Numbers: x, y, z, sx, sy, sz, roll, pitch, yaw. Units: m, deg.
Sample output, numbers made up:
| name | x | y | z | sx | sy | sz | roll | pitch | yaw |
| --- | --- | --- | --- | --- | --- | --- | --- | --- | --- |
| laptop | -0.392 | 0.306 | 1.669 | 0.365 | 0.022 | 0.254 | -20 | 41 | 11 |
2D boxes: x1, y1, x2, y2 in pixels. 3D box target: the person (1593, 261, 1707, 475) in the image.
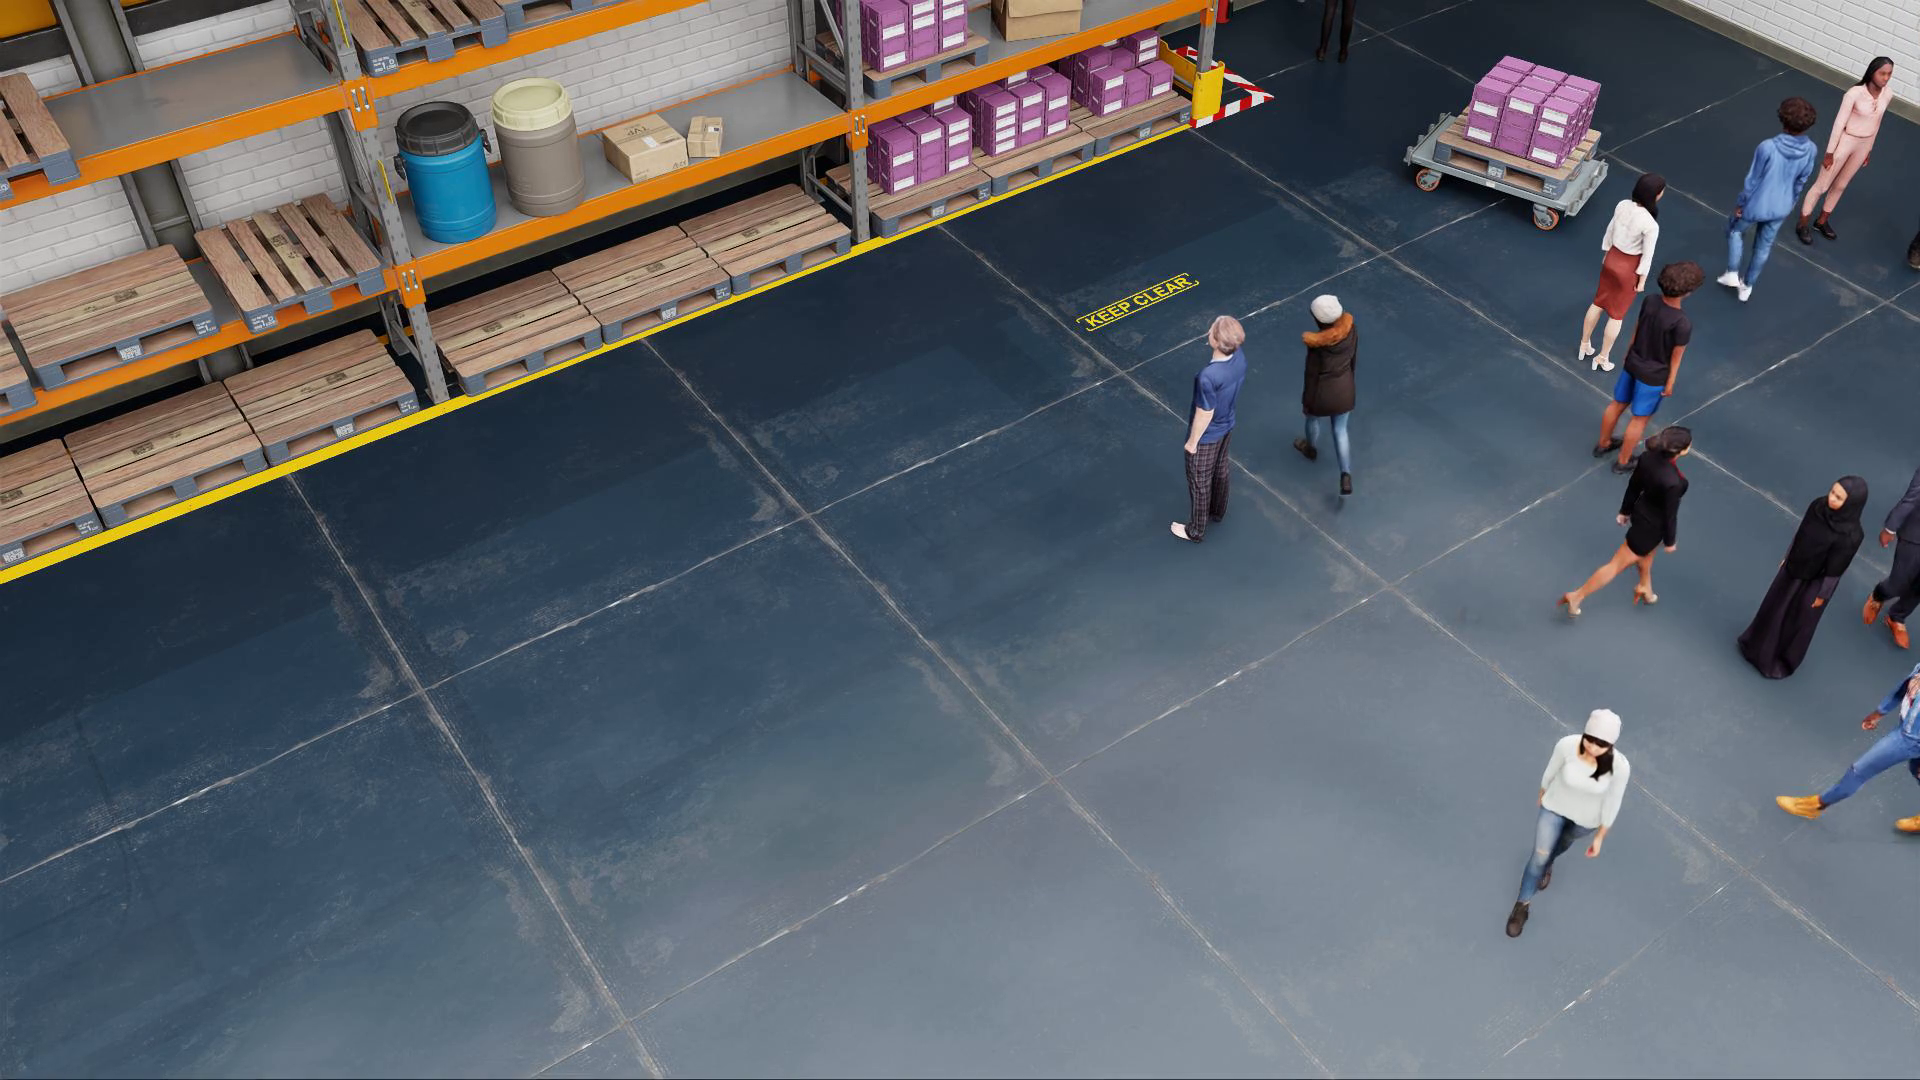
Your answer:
| name | x | y | z | sx | sy | sz | roll | pitch | yaw |
| --- | --- | --- | --- | --- | --- | --- | --- | --- | --- |
| person | 5.030 | -1.263 | 12.167 | 0.571 | 1.792 | 0.616 | -21 | 48 | -21 |

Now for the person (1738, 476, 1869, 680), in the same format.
| name | x | y | z | sx | sy | sz | roll | pitch | yaw |
| --- | --- | --- | --- | --- | --- | --- | --- | --- | --- |
| person | 5.505 | 0.210 | 10.748 | 0.704 | 1.616 | 0.683 | -9 | 44 | -10 |

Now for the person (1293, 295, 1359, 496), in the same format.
| name | x | y | z | sx | sy | sz | roll | pitch | yaw |
| --- | --- | --- | --- | --- | --- | --- | --- | --- | --- |
| person | 2.719 | -1.034 | 12.069 | 1.052 | 1.596 | 0.938 | -9 | 44 | -9 |

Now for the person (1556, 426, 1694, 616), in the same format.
| name | x | y | z | sx | sy | sz | roll | pitch | yaw |
| --- | --- | --- | --- | --- | --- | --- | --- | --- | --- |
| person | 4.470 | -0.057 | 11.033 | 1.078 | 1.611 | 0.886 | -4 | 44 | -4 |

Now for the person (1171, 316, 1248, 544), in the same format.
| name | x | y | z | sx | sy | sz | roll | pitch | yaw |
| --- | --- | --- | --- | --- | --- | --- | --- | --- | --- |
| person | 1.756 | -0.781 | 11.604 | 0.774 | 1.871 | 0.571 | 30 | 51 | 28 |

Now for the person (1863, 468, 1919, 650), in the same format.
| name | x | y | z | sx | sy | sz | roll | pitch | yaw |
| --- | --- | --- | --- | --- | --- | --- | --- | --- | --- |
| person | 6.338 | -0.072 | 10.906 | 0.877 | 1.807 | 0.939 | 4 | 44 | 4 |

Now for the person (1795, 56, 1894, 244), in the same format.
| name | x | y | z | sx | sy | sz | roll | pitch | yaw |
| --- | --- | --- | --- | --- | --- | --- | --- | --- | --- |
| person | 7.713 | -3.398 | 14.459 | 0.601 | 1.722 | 0.745 | -10 | 44 | -10 |

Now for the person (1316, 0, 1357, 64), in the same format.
| name | x | y | z | sx | sy | sz | roll | pitch | yaw |
| --- | --- | --- | --- | --- | --- | --- | --- | --- | --- |
| person | 3.898 | -5.660 | 16.894 | 0.627 | 1.639 | 0.691 | 6 | 44 | 6 |

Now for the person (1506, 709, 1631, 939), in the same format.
| name | x | y | z | sx | sy | sz | roll | pitch | yaw |
| --- | --- | --- | --- | --- | --- | --- | --- | --- | --- |
| person | 3.491 | 1.474 | 9.421 | 0.857 | 1.618 | 1.030 | 17 | 46 | 17 |

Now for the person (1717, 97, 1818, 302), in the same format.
| name | x | y | z | sx | sy | sz | roll | pitch | yaw |
| --- | --- | --- | --- | --- | --- | --- | --- | --- | --- |
| person | 6.678 | -2.749 | 13.729 | 0.778 | 1.789 | 0.860 | 4 | 44 | 4 |

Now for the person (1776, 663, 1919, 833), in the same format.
| name | x | y | z | sx | sy | sz | roll | pitch | yaw |
| --- | --- | --- | --- | --- | --- | --- | --- | --- | --- |
| person | 5.643 | 1.179 | 9.702 | 1.163 | 1.656 | 1.182 | 9 | 44 | 10 |

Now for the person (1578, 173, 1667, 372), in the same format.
| name | x | y | z | sx | sy | sz | roll | pitch | yaw |
| --- | --- | --- | --- | --- | --- | --- | --- | --- | --- |
| person | 5.212 | -2.108 | 13.085 | 0.561 | 1.750 | 0.633 | -18 | 47 | -18 |
